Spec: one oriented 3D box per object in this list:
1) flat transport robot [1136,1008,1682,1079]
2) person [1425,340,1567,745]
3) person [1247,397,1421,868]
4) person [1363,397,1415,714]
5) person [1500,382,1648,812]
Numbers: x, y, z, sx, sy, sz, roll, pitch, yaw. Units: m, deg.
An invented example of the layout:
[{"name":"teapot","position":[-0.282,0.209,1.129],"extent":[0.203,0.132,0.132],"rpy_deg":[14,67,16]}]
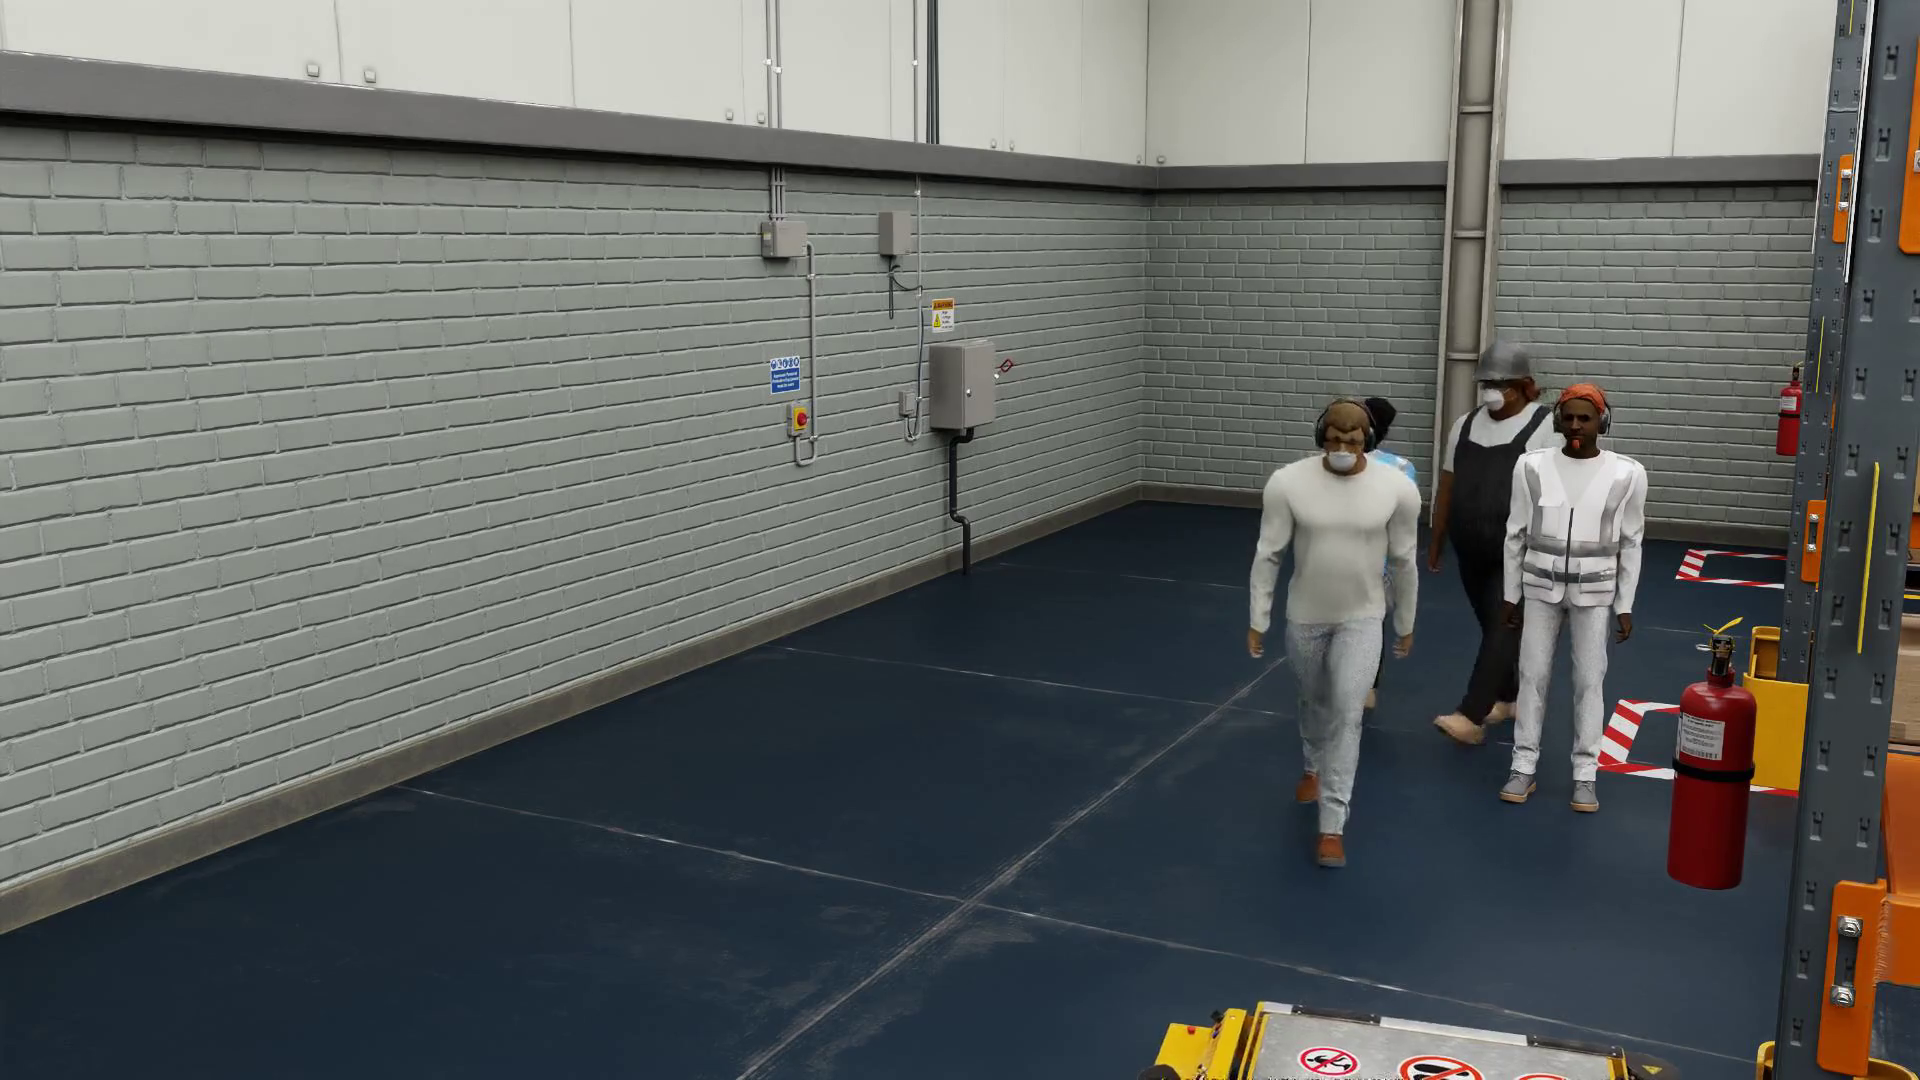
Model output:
[{"name":"flat transport robot","position":[1.235,1.557,4.585],"extent":[1.431,0.197,0.652],"rpy_deg":[3,11,17]},{"name":"person","position":[2.610,-0.009,8.294],"extent":[1.004,2.000,0.702],"rpy_deg":[-7,13,-35]},{"name":"person","position":[1.569,0.316,6.987],"extent":[0.664,1.884,1.040],"rpy_deg":[3,11,17]},{"name":"person","position":[2.128,0.068,8.869],"extent":[0.574,1.668,0.557],"rpy_deg":[2,10,8]},{"name":"person","position":[2.674,0.251,7.308],"extent":[0.574,1.882,0.356],"rpy_deg":[5,12,25]}]
